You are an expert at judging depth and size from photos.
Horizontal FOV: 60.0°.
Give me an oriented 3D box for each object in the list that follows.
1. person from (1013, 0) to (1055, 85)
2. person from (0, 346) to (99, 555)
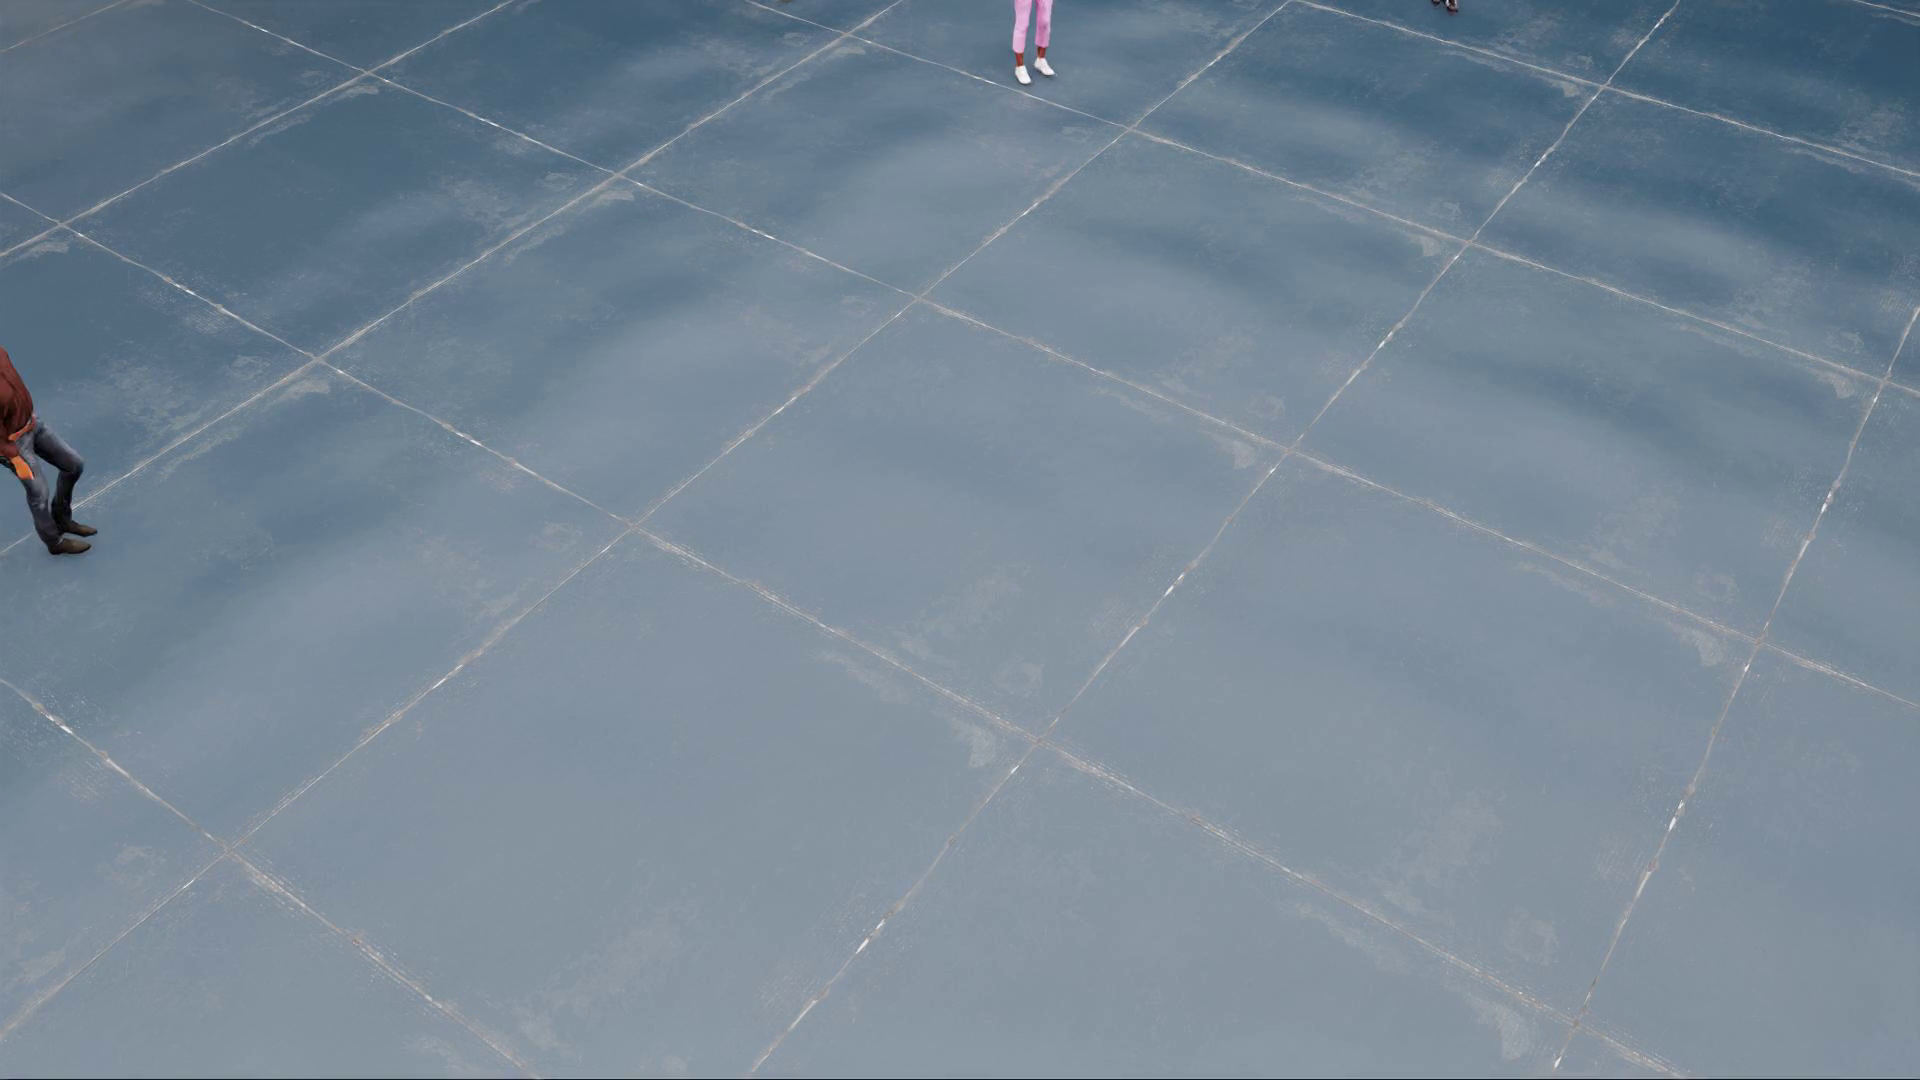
[{"bbox_3d":[0.604,-4.726,14.003,0.670,1.742,0.681,-19,46,-20],"label":"person"},{"bbox_3d":[-5.495,-0.575,9.541,0.816,1.763,0.779,-3,43,-3],"label":"person"}]
